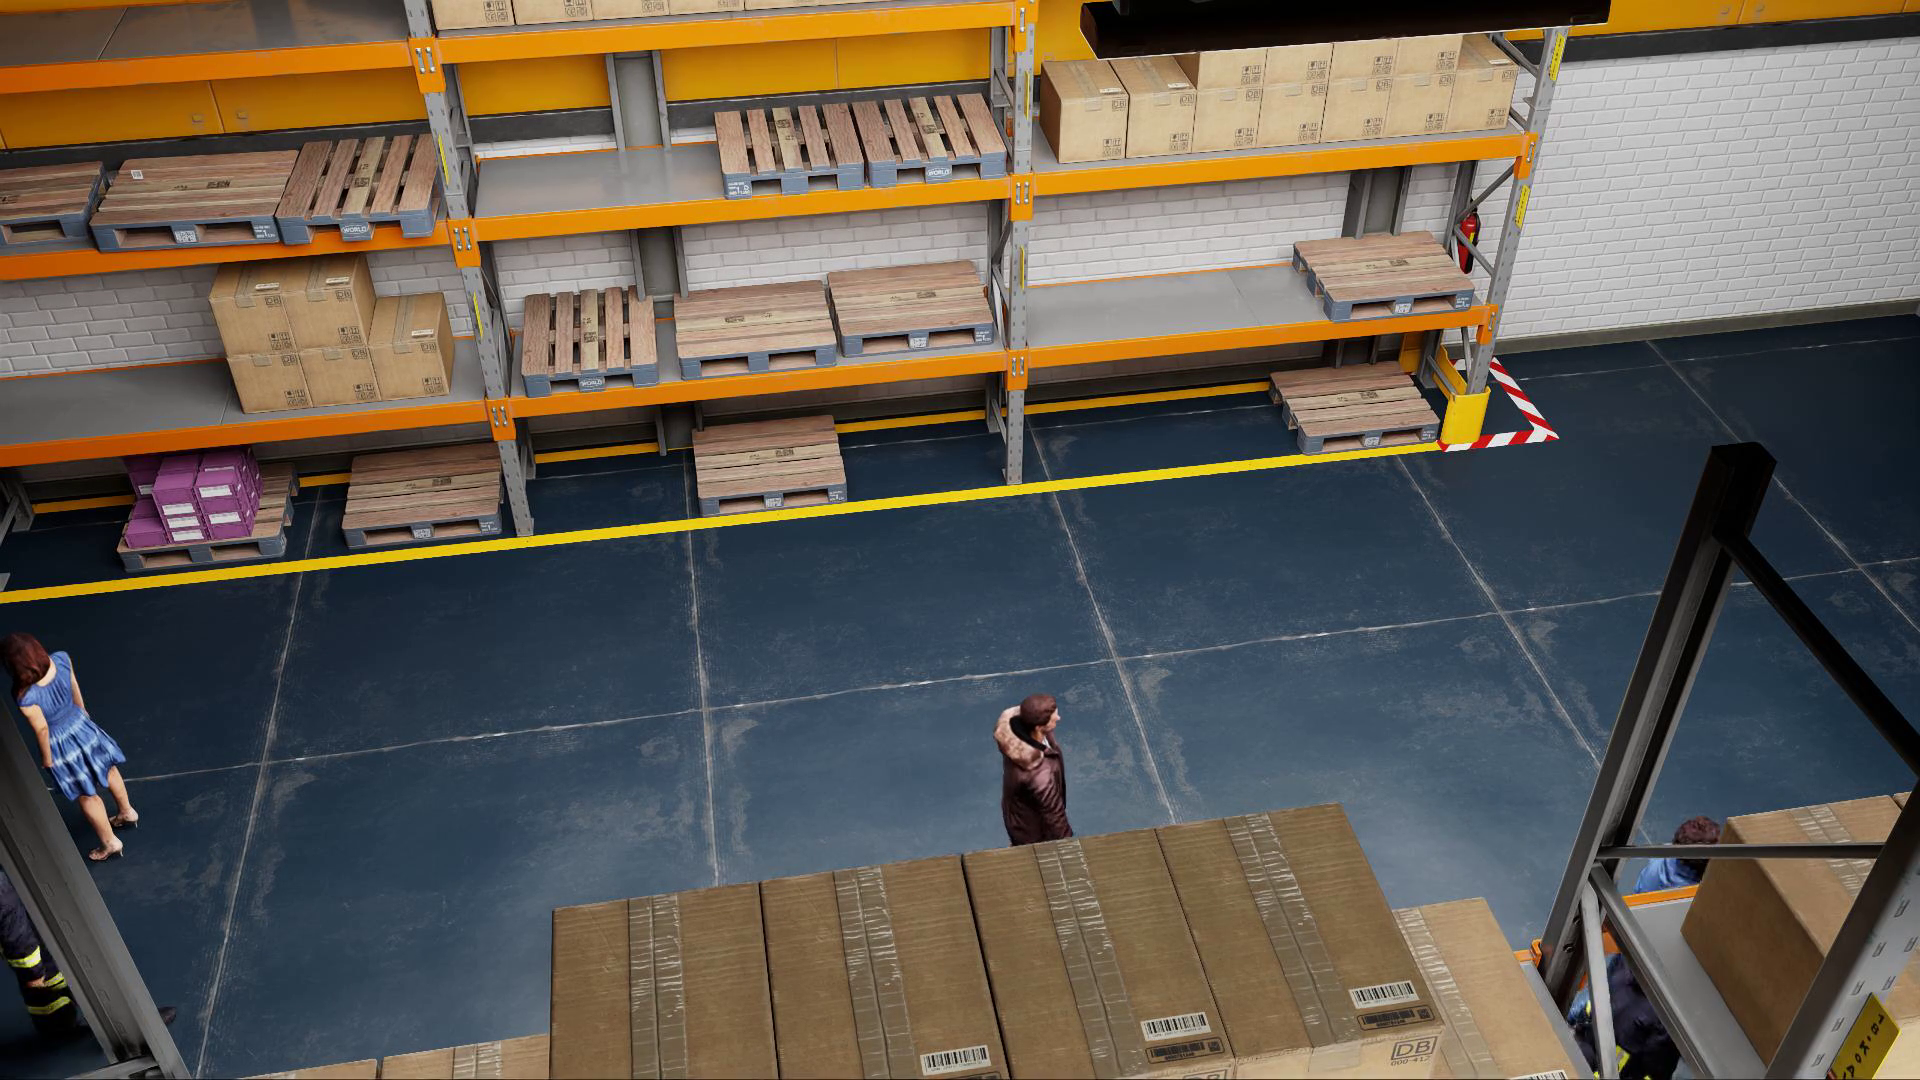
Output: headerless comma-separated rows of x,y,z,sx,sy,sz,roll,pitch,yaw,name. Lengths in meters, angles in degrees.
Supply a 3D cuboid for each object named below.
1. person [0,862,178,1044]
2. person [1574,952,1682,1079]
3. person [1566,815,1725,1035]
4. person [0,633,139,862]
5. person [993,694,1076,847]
-5.124,2.176,9.086,1.074,1.836,0.920,-15,41,-18,person
3.491,2.621,8.549,0.806,1.811,0.786,0,39,-1,person
3.735,2.185,9.123,1.172,1.775,0.756,-3,39,-4,person
-5.487,1.260,10.257,0.669,1.807,0.726,3,39,4,person
0.348,1.615,9.794,0.769,1.830,0.769,-3,39,-4,person
